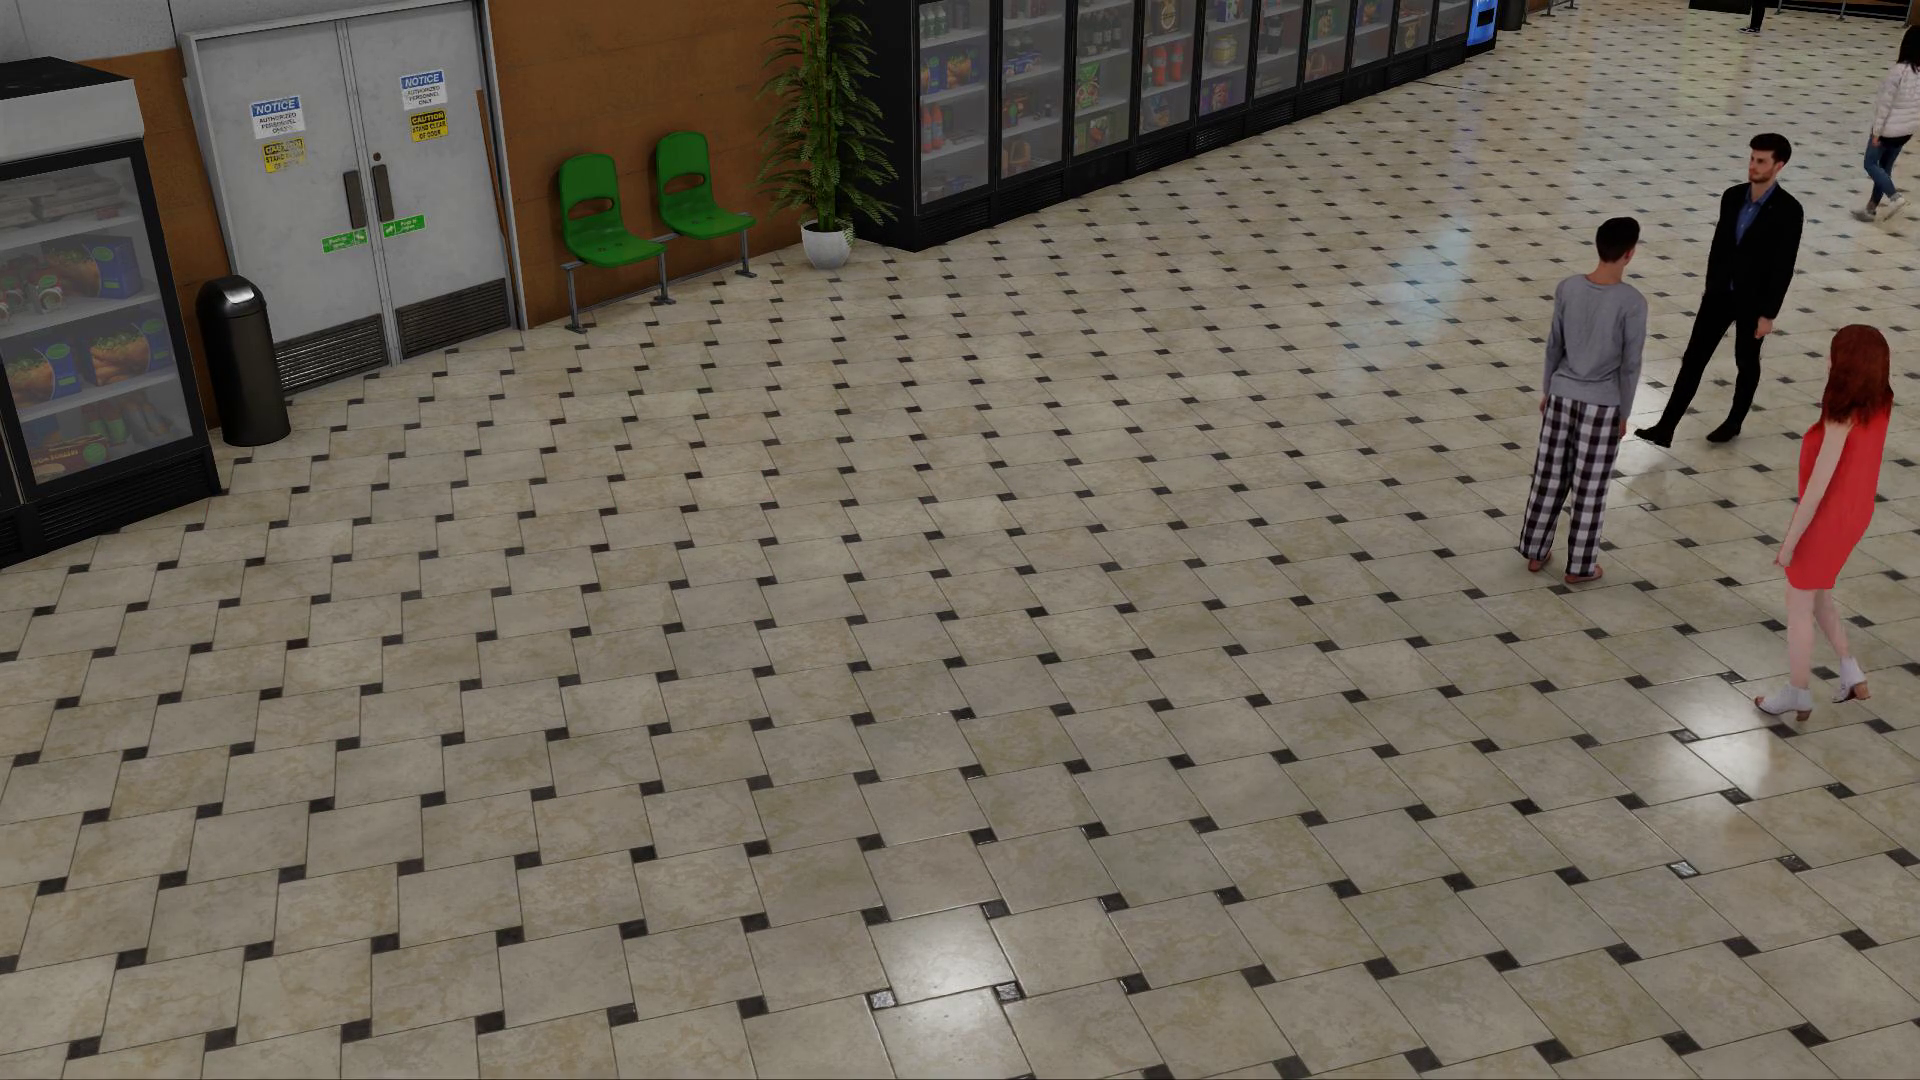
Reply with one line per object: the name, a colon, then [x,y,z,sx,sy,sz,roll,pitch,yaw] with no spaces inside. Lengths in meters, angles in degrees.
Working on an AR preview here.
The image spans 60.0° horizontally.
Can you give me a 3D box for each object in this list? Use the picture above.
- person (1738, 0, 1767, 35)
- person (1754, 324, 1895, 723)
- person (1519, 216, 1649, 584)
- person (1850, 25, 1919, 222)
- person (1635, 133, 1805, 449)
person: [10.591,-7.346,21.960,0.556,1.255,0.530,-21,33,-35]
person: [3.656,0.010,6.843,0.679,1.810,0.763,-17,32,-31]
person: [3.064,-0.672,8.146,0.702,1.847,0.500,-24,35,-38]
person: [7.810,-3.420,13.809,0.867,1.625,0.964,-7,28,-14]
person: [4.551,-1.403,9.578,0.991,1.856,1.146,-17,31,-29]
